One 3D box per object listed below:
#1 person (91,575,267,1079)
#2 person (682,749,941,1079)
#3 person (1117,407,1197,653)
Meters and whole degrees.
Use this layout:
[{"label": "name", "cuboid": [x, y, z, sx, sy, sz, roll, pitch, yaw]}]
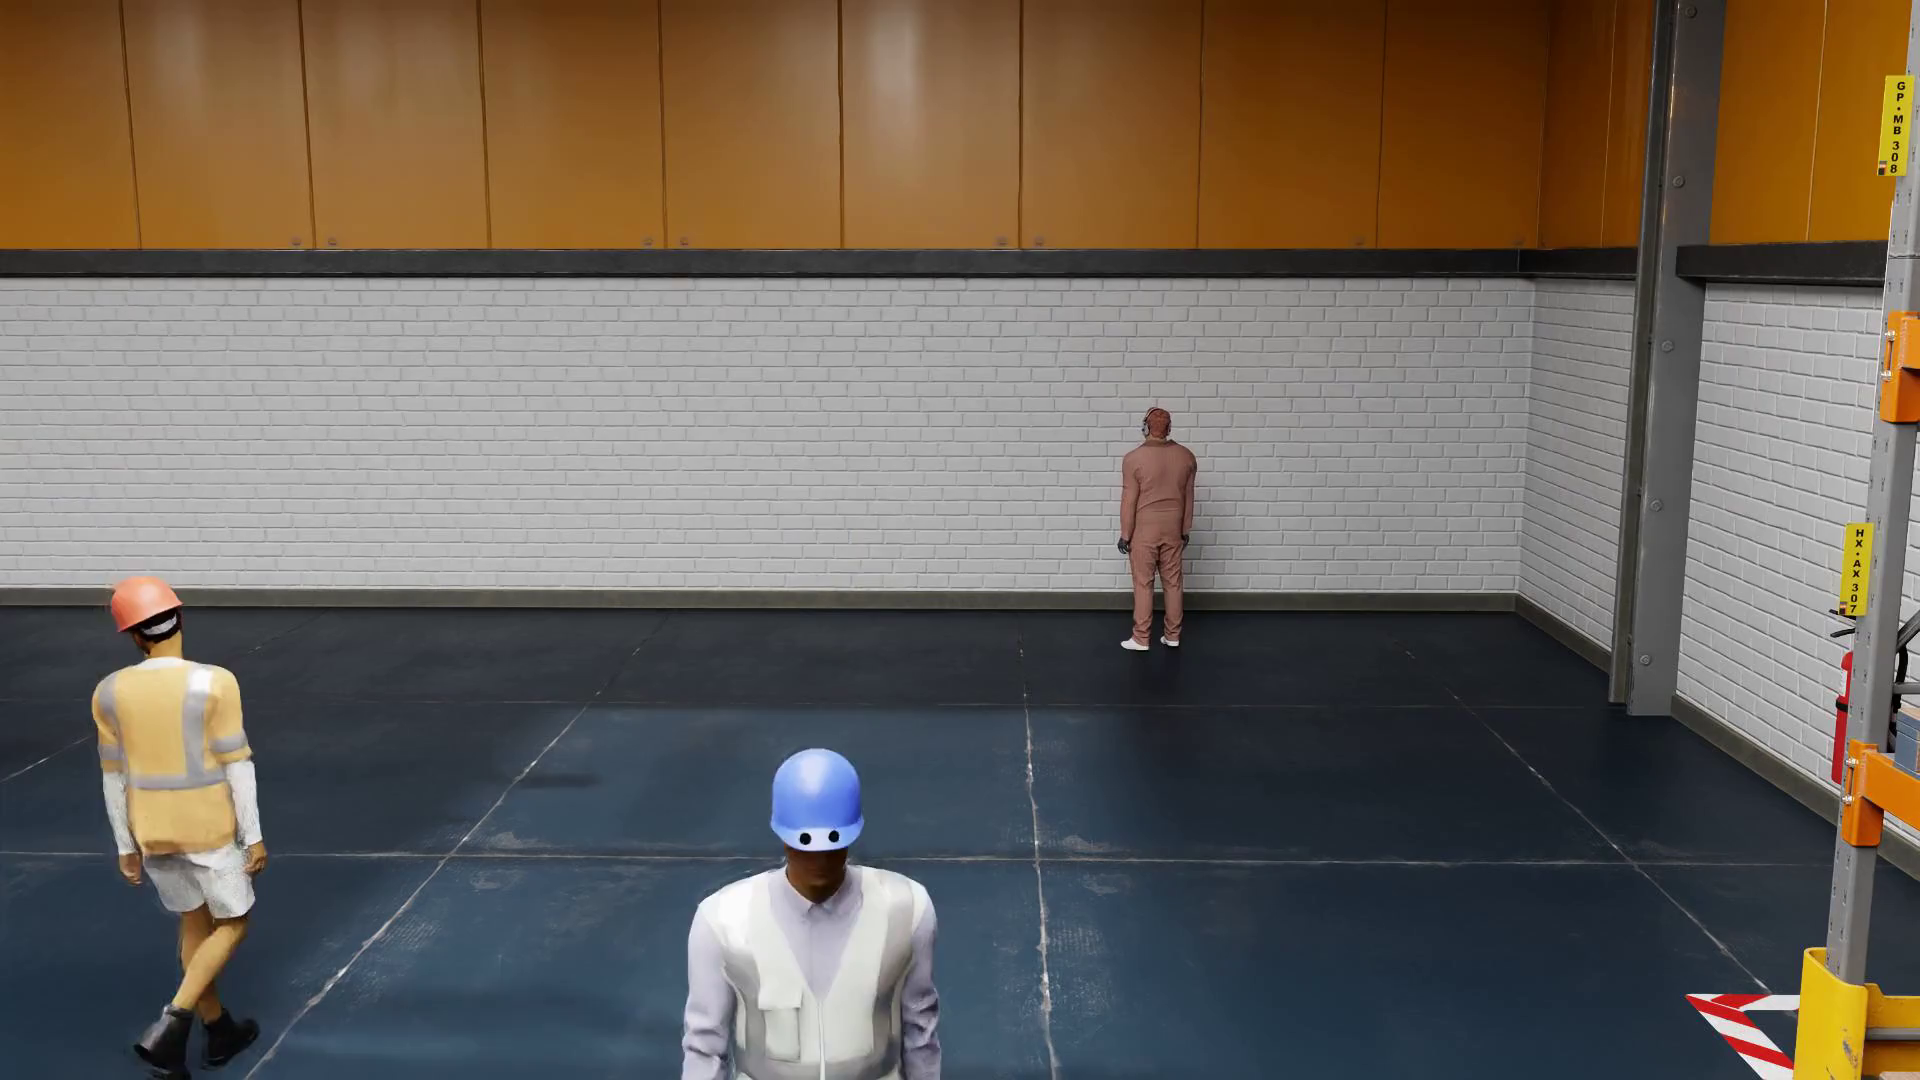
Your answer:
[{"label": "person", "cuboid": [-2.870, 1.078, 6.055, 0.574, 1.894, 0.664, 1, 10, 7]}, {"label": "person", "cuboid": [-0.331, 1.433, 3.877, 0.624, 1.906, 0.922, -1, 10, -8]}, {"label": "person", "cuboid": [1.510, -0.078, 12.943, 0.641, 1.908, 0.407, -4, 10, -24]}]
